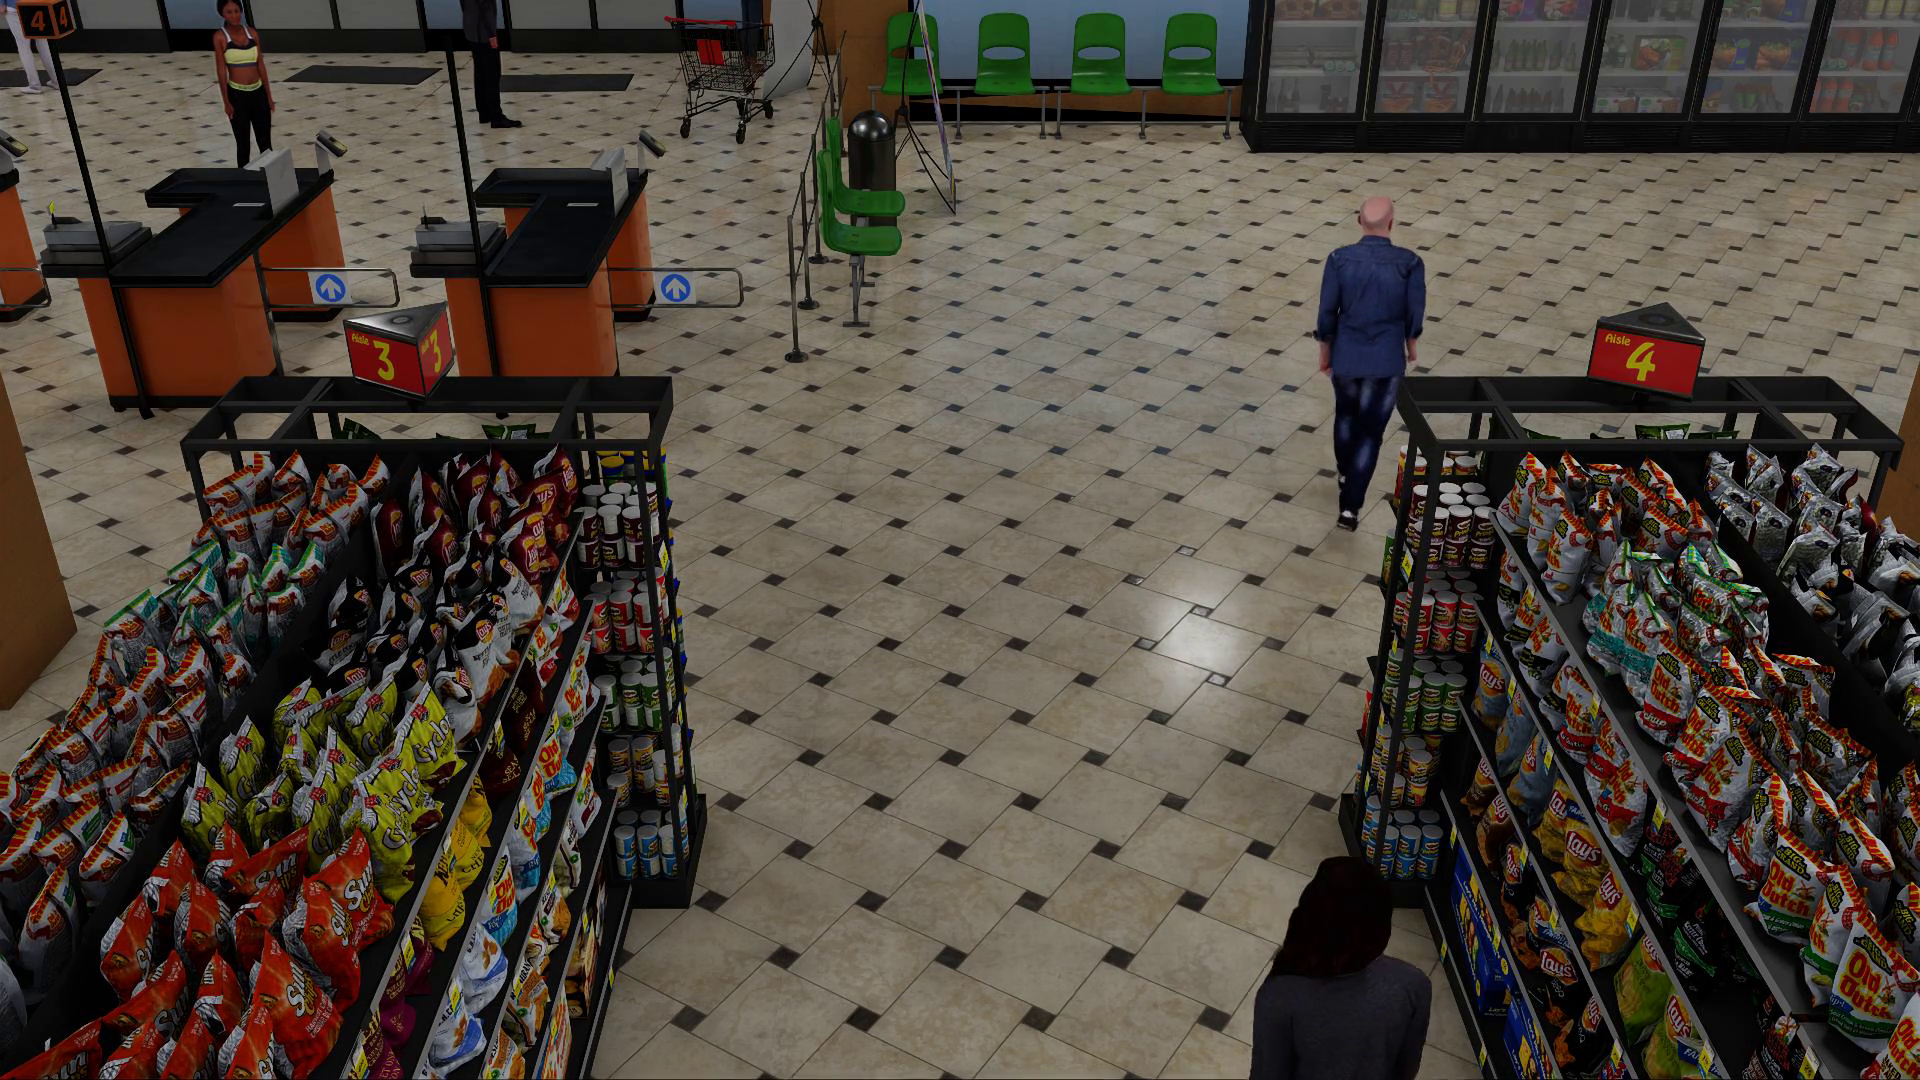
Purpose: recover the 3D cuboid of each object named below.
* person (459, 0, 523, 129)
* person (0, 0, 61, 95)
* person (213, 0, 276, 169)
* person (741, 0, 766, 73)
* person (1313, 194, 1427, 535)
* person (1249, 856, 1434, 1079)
[{"bbox_3d":[-4.669,-4.993,16.271,0.861,1.841,0.767,-20,34,-32],"label":"person"},{"bbox_3d":[-9.852,-5.658,17.440,0.802,1.888,0.682,16,32,26],"label":"person"},{"bbox_3d":[-5.992,-3.693,13.984,0.639,1.753,0.692,-24,37,-37],"label":"person"},{"bbox_3d":[-2.327,-6.103,18.356,0.727,1.792,0.618,-15,32,-26],"label":"person"},{"bbox_3d":[2.147,-0.886,8.805,1.031,1.788,1.293,12,31,21],"label":"person"},{"bbox_3d":[0.969,1.626,4.282,0.607,1.713,1.073,0,29,0],"label":"person"}]
